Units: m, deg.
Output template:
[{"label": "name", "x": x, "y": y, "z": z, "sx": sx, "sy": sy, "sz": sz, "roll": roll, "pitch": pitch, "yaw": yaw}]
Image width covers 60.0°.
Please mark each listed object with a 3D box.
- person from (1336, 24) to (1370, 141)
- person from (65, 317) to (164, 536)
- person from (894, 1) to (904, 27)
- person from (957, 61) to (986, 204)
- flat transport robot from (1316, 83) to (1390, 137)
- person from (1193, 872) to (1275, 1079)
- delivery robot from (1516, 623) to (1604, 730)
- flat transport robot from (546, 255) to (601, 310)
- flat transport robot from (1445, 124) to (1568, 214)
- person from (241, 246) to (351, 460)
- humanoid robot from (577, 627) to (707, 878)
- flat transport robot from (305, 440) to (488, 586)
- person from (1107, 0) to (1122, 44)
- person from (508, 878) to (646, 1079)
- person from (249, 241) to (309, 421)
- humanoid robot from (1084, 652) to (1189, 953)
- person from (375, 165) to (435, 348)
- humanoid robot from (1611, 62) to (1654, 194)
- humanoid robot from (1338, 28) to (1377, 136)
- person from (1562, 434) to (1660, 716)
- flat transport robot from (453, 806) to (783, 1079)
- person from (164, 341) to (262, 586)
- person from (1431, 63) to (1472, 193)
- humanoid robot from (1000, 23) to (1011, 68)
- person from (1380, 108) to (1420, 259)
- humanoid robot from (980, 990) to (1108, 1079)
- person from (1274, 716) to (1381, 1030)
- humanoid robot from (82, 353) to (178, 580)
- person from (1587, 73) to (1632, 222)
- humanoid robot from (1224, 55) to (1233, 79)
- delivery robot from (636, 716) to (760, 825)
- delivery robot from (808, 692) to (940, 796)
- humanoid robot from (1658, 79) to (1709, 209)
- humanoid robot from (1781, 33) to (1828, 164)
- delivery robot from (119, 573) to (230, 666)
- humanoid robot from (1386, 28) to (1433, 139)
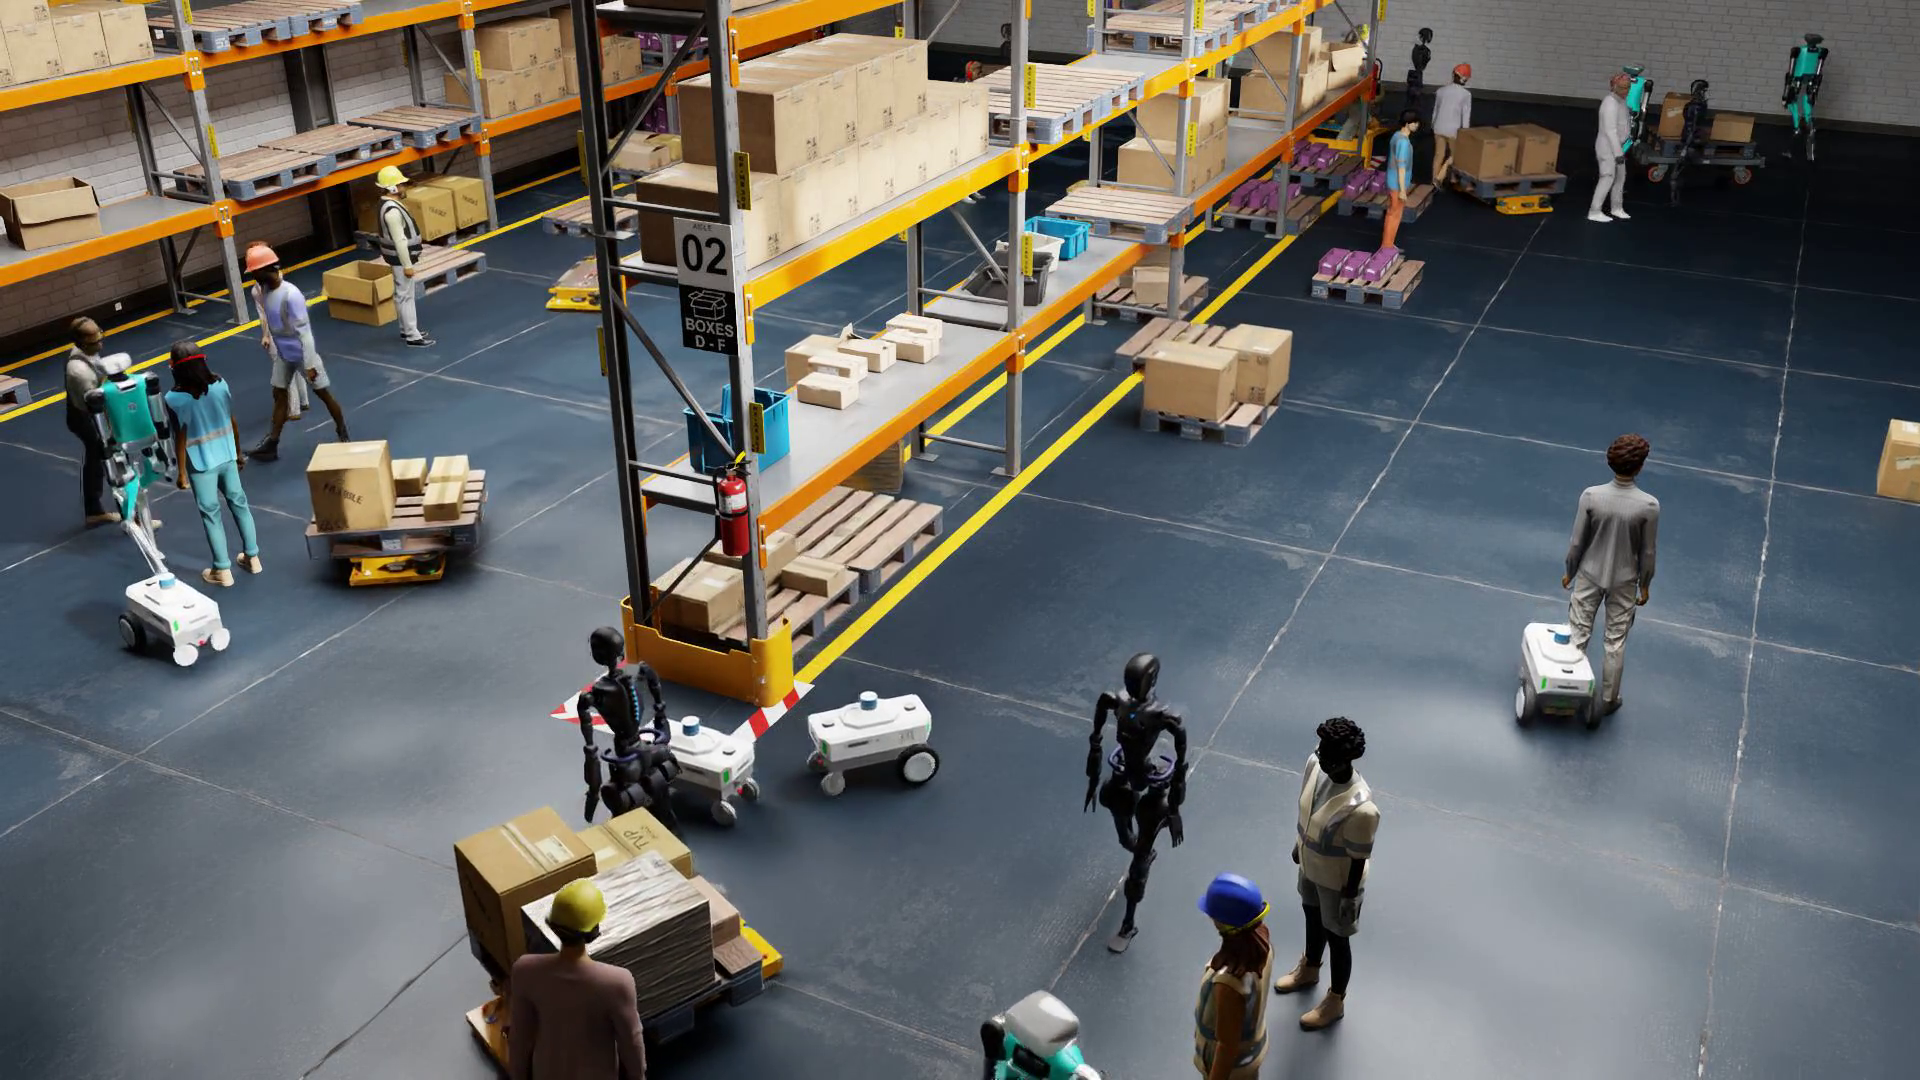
[{"label": "person", "x": 5.727, "y": -6.557, "z": 24.236, "sx": 0.464, "sy": 1.859, "sz": 0.587, "roll": 3, "pitch": 26, "yaw": 5}, {"label": "person", "x": -6.620, "y": -0.872, "z": 12.810, "sx": 0.658, "sy": 1.802, "sz": 0.548, "roll": -9, "pitch": 28, "yaw": -18}, {"label": "person", "x": -1.012, "y": -9.510, "z": 30.229, "sx": 0.366, "sy": 1.833, "sz": 0.500, "roll": 13, "pitch": 29, "yaw": 25}, {"label": "person", "x": 0.113, "y": -5.356, "z": 21.834, "sx": 0.378, "sy": 1.837, "sz": 0.562, "roll": 11, "pitch": 28, "yaw": 21}, {"label": "flat transport robot", "x": 5.895, "y": -6.502, "z": 25.912, "sx": 1.431, "sy": 0.231, "sz": 0.659, "roll": 21, "pitch": 33, "yaw": 36}, {"label": "person", "x": 1.085, "y": 2.106, "z": 6.822, "sx": 0.325, "sy": 1.775, "sz": 0.481, "roll": 12, "pitch": 29, "yaw": 22}, {"label": "delivery robot", "x": 3.850, "y": 0.842, "z": 10.734, "sx": 0.499, "sy": 0.576, "sz": 0.768, "roll": 4, "pitch": 27, "yaw": 7}, {"label": "flat transport robot", "x": -4.078, "y": -2.869, "z": 18.573, "sx": 0.659, "sy": 0.231, "sz": 1.431, "roll": 3, "pitch": 26, "yaw": 6}, {"label": "flat transport robot", "x": 7.192, "y": -4.585, "z": 22.039, "sx": 0.659, "sy": 0.231, "sz": 1.431, "roll": -6, "pitch": 27, "yaw": -12}, {"label": "person", "x": -5.709, "y": -1.553, "z": 14.103, "sx": 0.625, "sy": 1.875, "sz": 0.922, "roll": 17, "pitch": 31, "yaw": 31}, {"label": "humanoid robot", "x": -1.678, "y": 1.222, "z": 8.732, "sx": 0.492, "sy": 1.644, "sz": 0.616, "roll": 19, "pitch": 32, "yaw": 33}, {"label": "flat transport robot", "x": -4.292, "y": -0.056, "z": 12.890, "sx": 0.659, "sy": 0.231, "sz": 1.431, "roll": -4, "pitch": 27, "yaw": -9}, {"label": "person", "x": 2.621, "y": -8.991, "z": 29.066, "sx": 0.415, "sy": 1.929, "sz": 0.543, "roll": -7, "pitch": 27, "yaw": -14}, {"label": "person", "x": -1.572, "y": 2.184, "z": 6.740, "sx": 0.552, "sy": 1.711, "sz": 0.881, "roll": 8, "pitch": 27, "yaw": 15}, {"label": "person", "x": -6.179, "y": -1.889, "z": 15.023, "sx": 0.285, "sy": 1.661, "sz": 0.444, "roll": 1, "pitch": 26, "yaw": 1}, {"label": "humanoid robot", "x": 0.953, "y": 1.275, "z": 8.671, "sx": 0.589, "sy": 1.637, "sz": 0.775, "roll": 15, "pitch": 30, "yaw": 28}, {"label": "person", "x": -5.618, "y": -2.858, "z": 16.784, "sx": 0.404, "sy": 1.837, "sz": 0.586, "roll": -12, "pitch": 29, "yaw": -23}, {"label": "humanoid robot", "x": 8.633, "y": -5.353, "z": 21.786, "sx": 0.533, "sy": 1.677, "sz": 0.735, "roll": 19, "pitch": 32, "yaw": 33}, {"label": "humanoid robot", "x": 5.837, "y": -6.556, "z": 24.373, "sx": 0.731, "sy": 1.789, "sz": 0.544, "roll": 15, "pitch": 30, "yaw": 28}, {"label": "person", "x": 4.073, "y": 0.238, "z": 10.465, "sx": 0.534, "sy": 1.897, "sz": 0.394, "roll": 12, "pitch": 29, "yaw": 23}, {"label": "flat transport robot", "x": -1.661, "y": 2.214, "z": 8.307, "sx": 1.431, "sy": 0.231, "sz": 0.659, "roll": -20, "pitch": 32, "yaw": -34}, {"label": "person", "x": -5.446, "y": -0.557, "z": 12.105, "sx": 0.392, "sy": 1.866, "sz": 0.514, "roll": 17, "pitch": 31, "yaw": 31}, {"label": "person", "x": 6.542, "y": -5.488, "z": 22.217, "sx": 0.469, "sy": 1.722, "sz": 0.604, "roll": -18, "pitch": 32, "yaw": -33}, {"label": "humanoid robot", "x": 0.750, "y": -7.046, "z": 25.421, "sx": 0.328, "sy": 1.644, "sz": 0.594, "roll": -3, "pitch": 26, "yaw": -5}, {"label": "person", "x": 5.168, "y": -4.188, "z": 19.559, "sx": 0.332, "sy": 1.758, "sz": 0.507, "roll": 3, "pitch": 26, "yaw": 6}, {"label": "humanoid robot", "x": 0.057, "y": 2.547, "z": 6.013, "sx": 0.535, "sy": 1.765, "sz": 0.964, "roll": 21, "pitch": 33, "yaw": 36}, {"label": "person", "x": 1.773, "y": 1.577, "z": 7.990, "sx": 0.319, "sy": 1.693, "sz": 0.531, "roll": -9, "pitch": 28, "yaw": -17}, {"label": "humanoid robot", "x": -6.164, "y": -0.574, "z": 12.306, "sx": 0.878, "sy": 1.783, "sz": 0.552, "roll": 20, "pitch": 33, "yaw": 35}, {"label": "person", "x": 8.295, "y": -4.921, "z": 20.904, "sx": 0.643, "sy": 1.879, "sz": 0.692, "roll": 14, "pitch": 29, "yaw": 25}, {"label": "humanoid robot", "x": 3.693, "y": -6.837, "z": 24.902, "sx": 0.813, "sy": 1.763, "sz": 0.555, "roll": -2, "pitch": 26, "yaw": -4}, {"label": "delivery robot", "x": -1.574, "y": 1.312, "z": 9.797, "sx": 0.788, "sy": 0.587, "sz": 0.499, "roll": 12, "pitch": 29, "yaw": 23}, {"label": "delivery robot", "x": -0.527, "y": 1.199, "z": 10.051, "sx": 0.814, "sy": 0.610, "sz": 0.499, "roll": -10, "pitch": 28, "yaw": -19}, {"label": "humanoid robot", "x": 9.370, "y": -5.139, "z": 21.560, "sx": 0.434, "sy": 1.648, "sz": 0.594, "roll": 7, "pitch": 27, "yaw": 14}, {"label": "humanoid robot", "x": 12.172, "y": -6.254, "z": 23.851, "sx": 0.547, "sy": 1.861, "sz": 0.847, "roll": -2, "pitch": 26, "yaw": -4}, {"label": "delivery robot", "x": -5.405, "y": 0.502, "z": 11.432, "sx": 0.758, "sy": 0.587, "sz": 0.509, "roll": 20, "pitch": 33, "yaw": 35}, {"label": "humanoid robot", "x": 6.913, "y": -6.922, "z": 25.239, "sx": 0.746, "sy": 1.649, "sz": 0.603, "roll": 7, "pitch": 27, "yaw": 14}]
